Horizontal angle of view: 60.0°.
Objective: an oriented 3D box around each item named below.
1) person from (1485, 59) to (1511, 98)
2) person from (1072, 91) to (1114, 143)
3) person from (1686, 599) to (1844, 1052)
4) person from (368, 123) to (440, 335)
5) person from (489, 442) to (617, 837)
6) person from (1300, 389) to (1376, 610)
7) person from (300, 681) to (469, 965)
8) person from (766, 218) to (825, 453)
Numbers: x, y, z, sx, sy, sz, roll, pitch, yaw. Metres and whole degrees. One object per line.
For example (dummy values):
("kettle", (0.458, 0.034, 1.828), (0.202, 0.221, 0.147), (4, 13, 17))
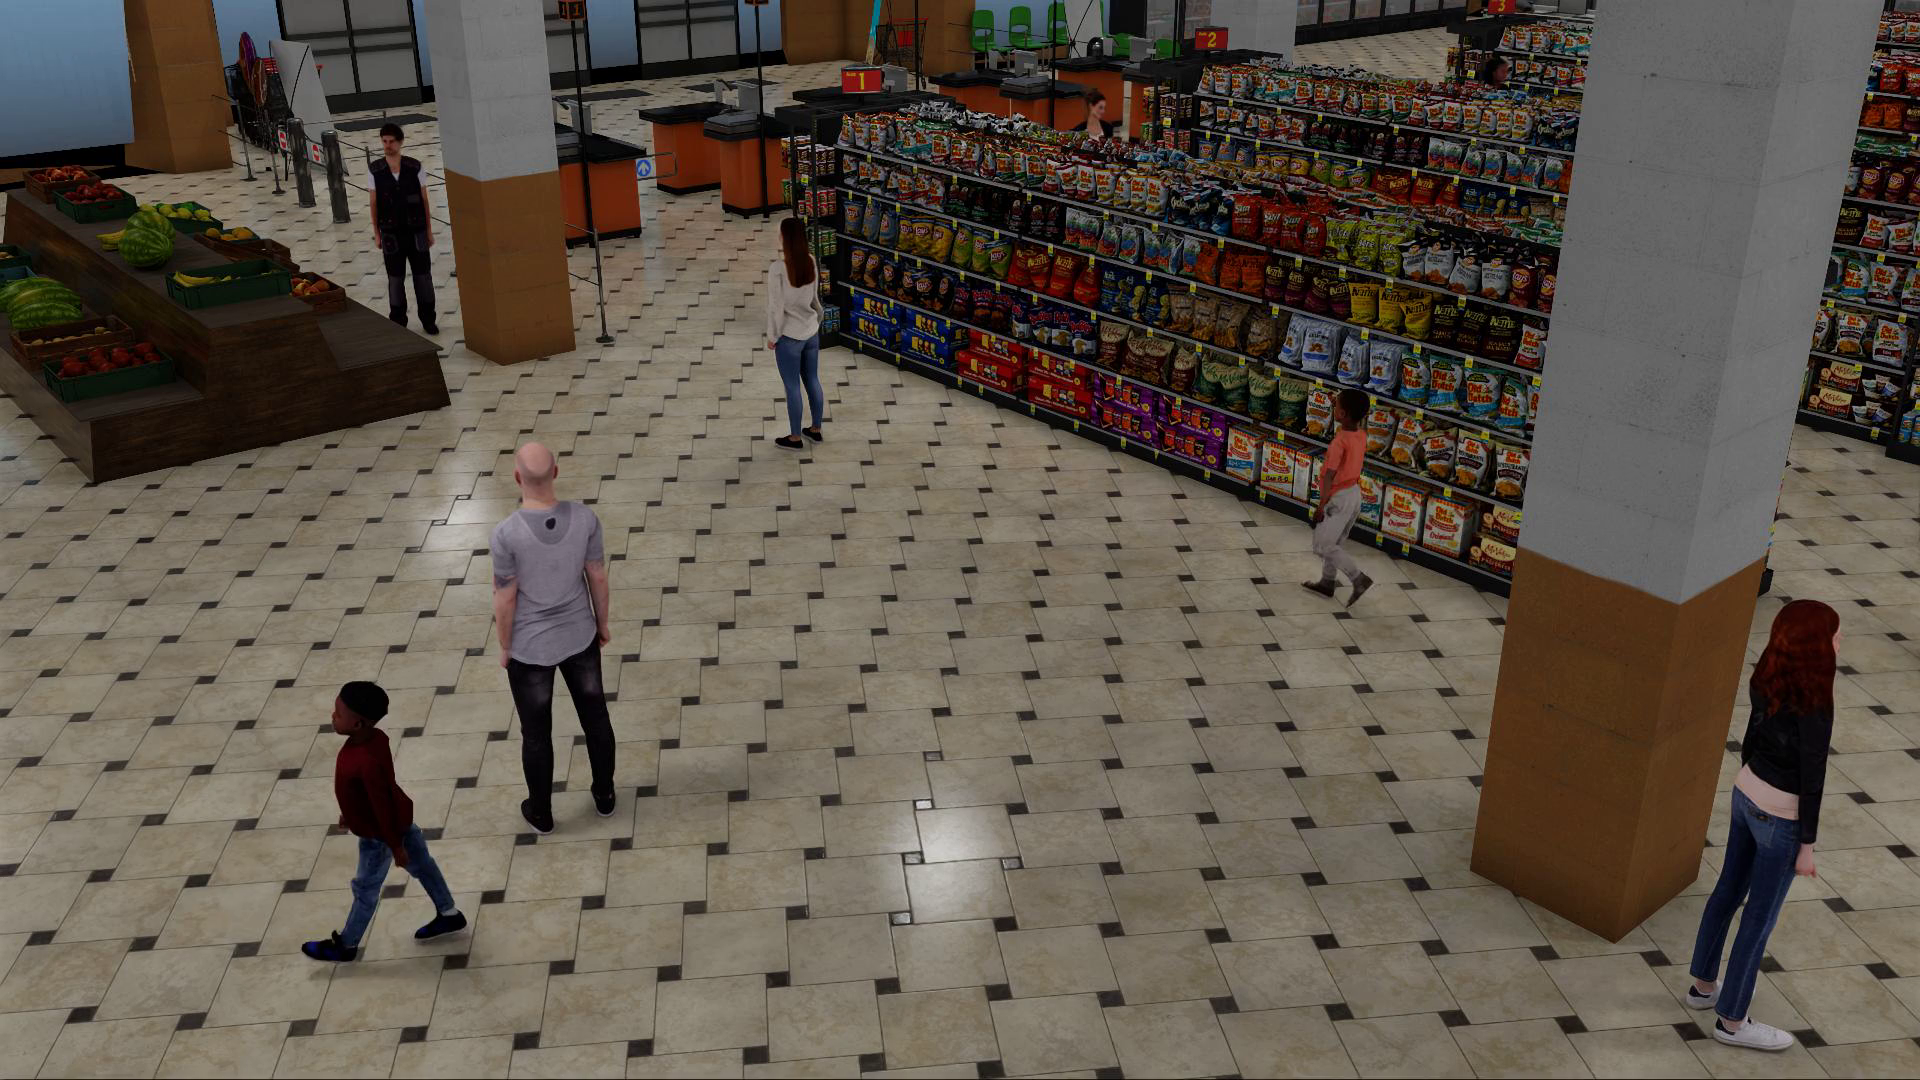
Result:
("person", (6.074, -4.609, 19.042), (0.621, 1.731, 0.561), (-16, 28, -32))
("person", (1.319, -3.780, 17.266), (1.037, 1.637, 1.195), (0, 24, -1))
("person", (2.955, 1.031, 6.083), (0.731, 1.786, 0.658), (0, 24, 0))
("person", (-4.870, -2.710, 14.556), (0.725, 1.848, 0.698), (-9, 25, -19))
("person", (-1.807, 0.434, 7.385), (0.691, 1.837, 0.622), (-14, 27, -29))
("person", (2.224, -0.224, 9.553), (0.758, 1.304, 0.540), (21, 31, 39))
("person", (-2.218, 1.111, 6.590), (0.815, 1.234, 0.867), (-5, 24, -10))
("person", (-1.170, -1.476, 11.930), (0.572, 1.692, 0.633), (21, 31, 40))
